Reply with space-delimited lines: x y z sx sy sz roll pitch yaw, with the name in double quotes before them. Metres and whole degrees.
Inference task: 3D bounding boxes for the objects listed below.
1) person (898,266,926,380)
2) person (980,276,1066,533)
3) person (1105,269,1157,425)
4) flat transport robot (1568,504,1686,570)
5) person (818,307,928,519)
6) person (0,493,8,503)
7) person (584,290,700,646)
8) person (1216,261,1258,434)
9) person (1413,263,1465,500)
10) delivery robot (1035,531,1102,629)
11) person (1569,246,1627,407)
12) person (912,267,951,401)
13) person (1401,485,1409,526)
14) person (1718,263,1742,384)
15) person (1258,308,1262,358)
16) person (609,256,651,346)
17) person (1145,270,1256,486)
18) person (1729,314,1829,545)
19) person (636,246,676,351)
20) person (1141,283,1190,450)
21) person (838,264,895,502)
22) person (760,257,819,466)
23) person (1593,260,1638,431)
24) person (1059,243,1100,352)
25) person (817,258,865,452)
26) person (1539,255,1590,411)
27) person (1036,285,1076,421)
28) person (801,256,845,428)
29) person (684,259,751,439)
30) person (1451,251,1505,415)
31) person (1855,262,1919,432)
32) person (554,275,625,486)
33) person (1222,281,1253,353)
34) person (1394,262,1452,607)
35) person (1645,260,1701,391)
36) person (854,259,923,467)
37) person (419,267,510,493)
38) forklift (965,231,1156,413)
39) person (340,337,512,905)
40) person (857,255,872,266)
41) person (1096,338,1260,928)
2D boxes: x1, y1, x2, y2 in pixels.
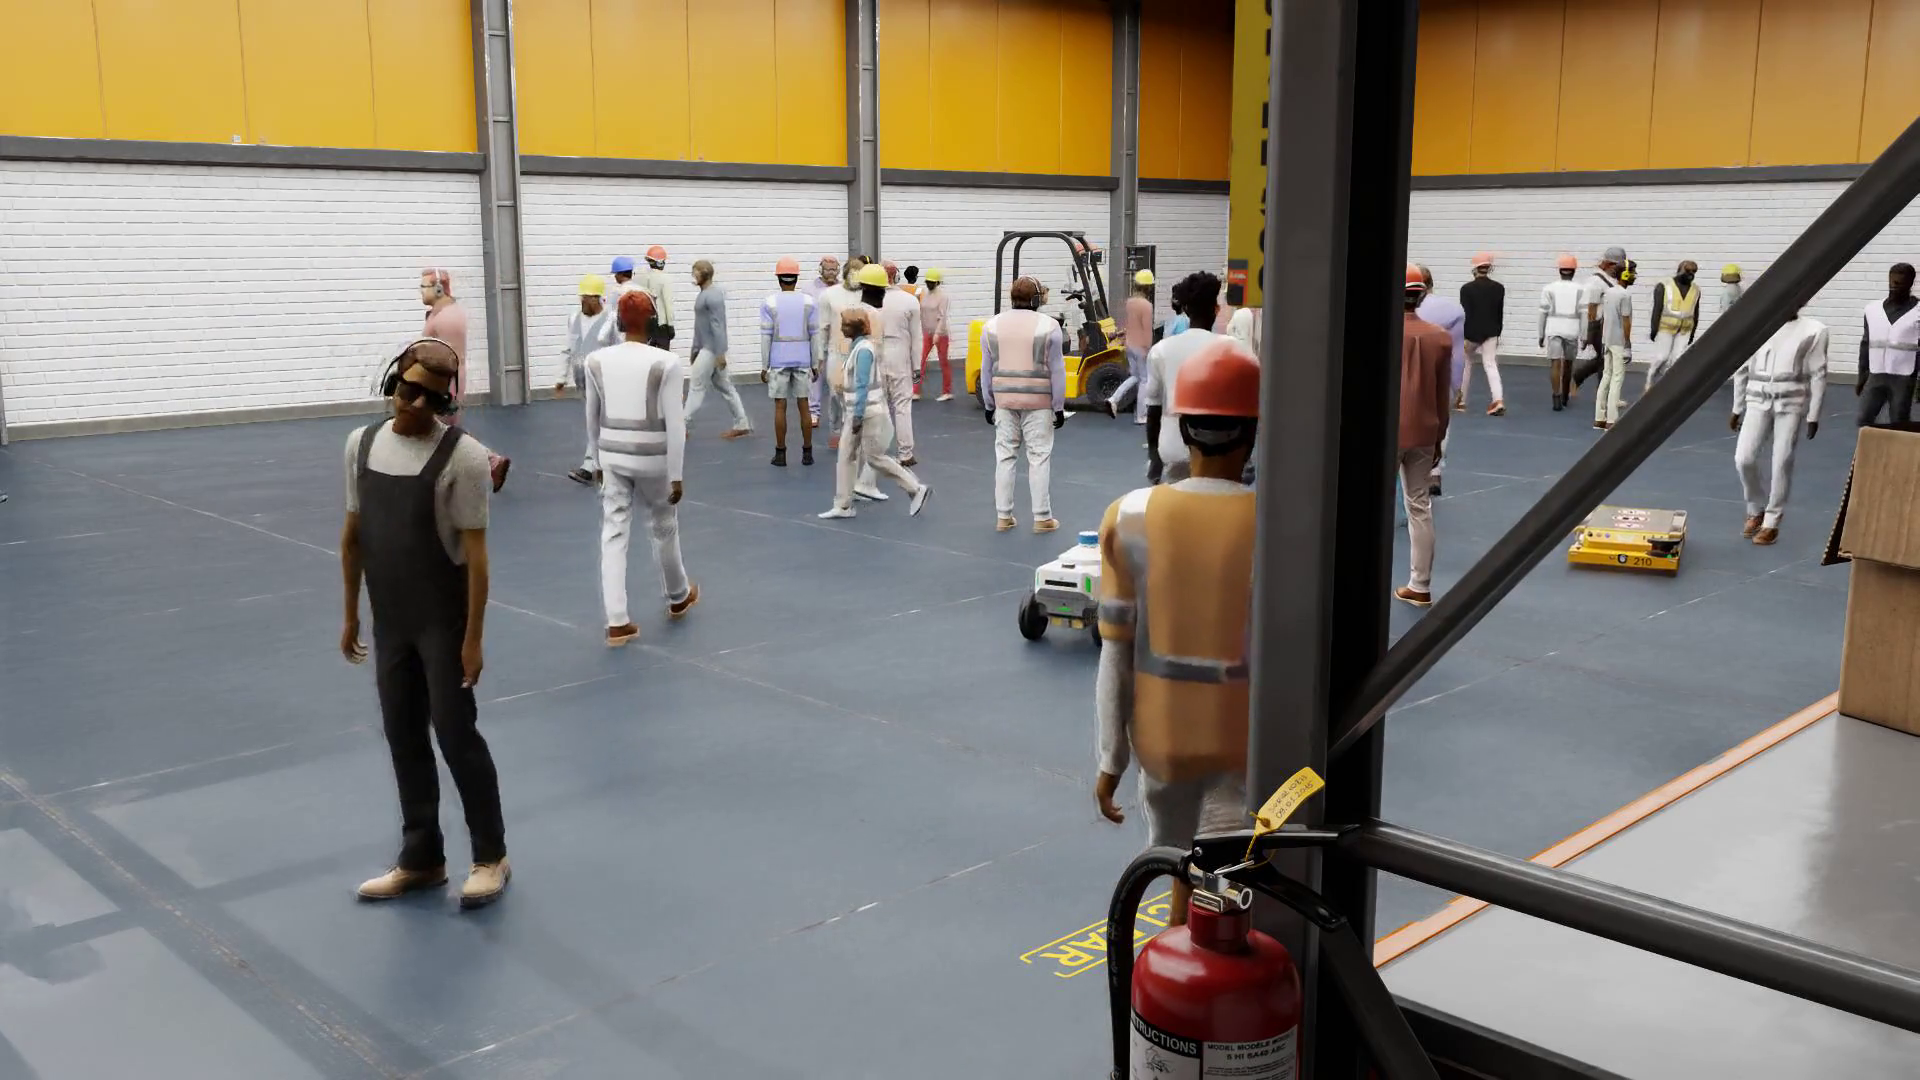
"person" -0.729 -3.202 24.568 0.530 1.689 0.322 4 11 22
"person" 0.468 -0.969 11.978 0.636 1.840 0.429 4 11 22
"person" 1.961 -2.161 18.693 0.521 1.755 0.533 -5 11 -25
"flat transport robot" 4.511 -0.039 11.187 0.652 0.197 1.431 5 11 25
"person" -0.659 -0.950 12.499 0.765 1.605 0.517 -3 11 -15
"person" -7.918 -1.115 12.975 0.915 1.773 0.601 3 11 18
"person" -1.701 -0.408 8.910 0.597 1.834 0.962 2 11 12
"person" 2.864 -2.043 17.767 0.925 1.858 0.667 -5 11 -24
"person" 3.676 -1.235 13.235 0.643 1.907 0.477 3 11 17
"delivery robot" 0.684 0.198 8.862 0.477 0.478 0.707 5 12 27
"person" 7.999 -2.697 20.853 0.734 2.000 0.829 -10 14 -42
"person" -0.390 -2.601 21.197 0.538 1.716 0.860 9 14 42
"person" 3.093 -0.973 12.114 0.607 1.805 0.800 10 15 44
"person" 10.971 -3.087 23.829 0.492 1.733 0.344 -8 13 -39
"person" 3.796 -2.245 19.537 0.556 1.610 0.602 9 14 41
"person" -3.683 -2.268 18.904 0.912 1.910 0.612 4 11 22
"person" 1.237 -0.472 8.981 0.611 1.947 0.747 8 13 38
"person" 5.618 -0.892 11.459 0.602 1.872 0.413 9 14 40
"person" -3.920 -2.802 21.546 0.613 1.995 0.391 7 13 35
"person" 2.186 -1.727 16.572 0.689 1.666 0.540 1 10 3
"person" -0.750 -1.234 13.249 0.478 1.905 0.620 -7 13 -35
"person" -1.584 -1.650 15.427 0.552 1.933 0.373 -3 11 -15
"person" 7.189 -2.118 18.194 0.313 1.858 0.530 -1 10 -8
"person" 1.828 -3.596 25.862 0.638 1.995 0.981 7 13 34
"person" -1.071 -1.785 16.221 0.649 1.913 0.493 -2 11 -9
"person" 7.433 -2.557 20.499 0.566 1.882 1.011 4 11 20
"person" 0.861 -2.101 18.876 0.959 1.570 0.546 2 11 11
"person" -1.461 -2.206 18.544 0.639 1.907 0.406 -4 11 -19
"person" -2.650 -1.954 17.228 1.035 1.879 0.655 -3 11 -14
"person" 6.240 -2.466 19.866 0.623 1.955 1.023 -2 11 -12
"person" 7.755 -1.346 13.846 0.496 1.901 0.626 -8 13 -36
"person" -3.202 -1.371 14.312 0.591 1.788 0.887 6 12 29
"person" 2.622 -1.617 15.718 0.328 1.765 0.532 2 11 13
"person" 2.496 -0.587 9.504 0.617 1.986 0.408 -3 11 -18
"person" 9.252 -2.716 21.568 0.652 1.816 0.525 0 10 -1
"person" -0.654 -1.625 15.357 0.641 1.913 0.407 1 10 5
"person" -4.002 -1.209 13.155 0.695 1.883 0.647 -2 11 -12
"forklift" 1.222 -2.721 20.561 2.313 2.155 1.214 2 11 13
"person" -1.709 0.270 5.301 0.557 1.817 0.400 5 11 24
"person" -1.314 -2.903 22.461 0.520 1.865 0.335 9 14 42
"person" 0.581 0.481 3.920 0.555 1.904 0.956 4 11 23
